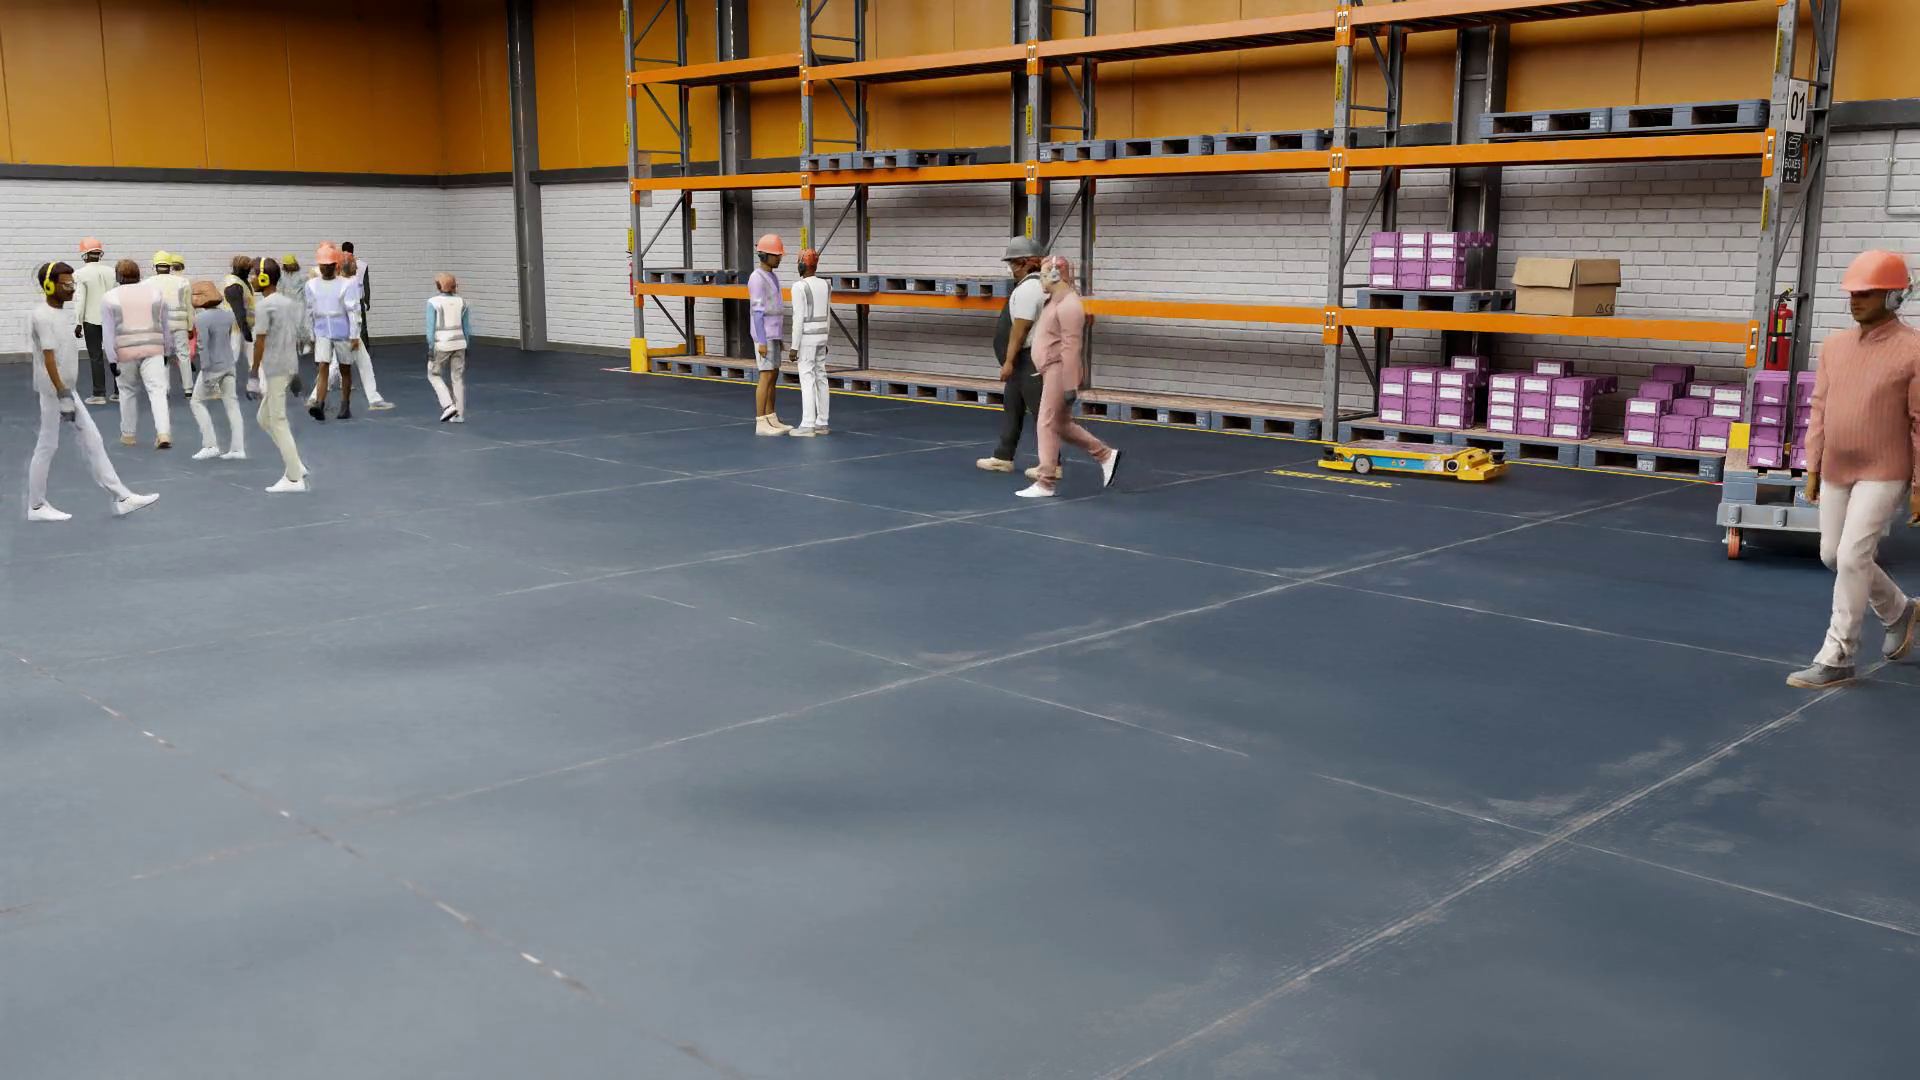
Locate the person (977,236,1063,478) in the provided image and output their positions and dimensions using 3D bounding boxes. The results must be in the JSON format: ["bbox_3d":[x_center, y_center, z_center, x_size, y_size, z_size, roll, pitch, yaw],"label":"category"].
[{"bbox_3d":[0.472,-1.535,13.914,0.880,2.000,0.698,1,10,7],"label":"person"}]

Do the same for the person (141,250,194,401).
[{"bbox_3d":[-9.692,-2.614,20.363,0.587,1.835,0.404,-7,12,-32],"label":"person"}]

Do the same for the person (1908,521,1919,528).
[{"bbox_3d":[6.796,-0.900,11.418,0.538,1.682,0.355,-5,11,-25],"label":"person"}]

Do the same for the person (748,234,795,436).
[{"bbox_3d":[-1.920,-2.065,16.846,0.397,2.032,0.605,2,11,10],"label":"person"}]

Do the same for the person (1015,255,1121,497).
[{"bbox_3d":[0.846,-1.262,12.883,0.771,1.878,0.637,-1,10,-3],"label":"person"}]

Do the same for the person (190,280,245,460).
[{"bbox_3d":[-6.745,-1.520,15.002,0.534,1.618,0.519,3,11,14],"label":"person"}]

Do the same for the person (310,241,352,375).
[{"bbox_3d":[-9.090,-3.346,24.067,0.542,1.939,0.362,-6,12,-31],"label":"person"}]

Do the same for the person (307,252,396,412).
[{"bbox_3d":[-7.094,-2.390,19.134,0.961,1.844,0.587,-4,11,-20],"label":"person"}]

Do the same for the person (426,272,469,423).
[{"bbox_3d":[-5.512,-2.059,17.901,0.381,1.623,0.537,9,14,41],"label":"person"}]

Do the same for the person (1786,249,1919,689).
[{"bbox_3d":[4.145,-0.324,7.528,0.852,1.970,0.628,-4,11,-21],"label":"person"}]

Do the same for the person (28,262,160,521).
[{"bbox_3d":[-6.234,-1.030,11.753,0.924,1.817,0.566,-1,10,-6],"label":"person"}]

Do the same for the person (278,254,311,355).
[{"bbox_3d":[-11.195,-3.951,27.990,0.491,1.717,0.444,2,11,11],"label":"person"}]

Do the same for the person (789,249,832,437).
[{"bbox_3d":[-1.518,-1.986,16.806,0.355,1.883,0.575,6,12,31],"label":"person"}]

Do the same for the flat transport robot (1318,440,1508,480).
[{"bbox_3d":[3.850,-0.694,14.157,1.431,0.197,0.652,7,13,34],"label":"flat transport robot"}]

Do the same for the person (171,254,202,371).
[{"bbox_3d":[-11.349,-3.290,24.248,0.549,1.752,0.407,-3,11,-18],"label":"person"}]

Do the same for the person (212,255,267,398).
[{"bbox_3d":[-8.951,-2.638,20.674,0.811,1.782,0.658,-1,10,-5],"label":"person"}]

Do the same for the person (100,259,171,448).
[{"bbox_3d":[-7.842,-1.772,15.890,0.615,1.805,0.963,-7,13,-35],"label":"person"}]

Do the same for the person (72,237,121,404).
[{"bbox_3d":[-10.371,-2.633,20.024,0.378,1.996,0.611,6,12,29],"label":"person"}]

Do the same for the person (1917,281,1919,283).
[{"bbox_3d":[6.805,-1.028,11.602,1.013,1.871,0.607,8,13,36],"label":"person"}]

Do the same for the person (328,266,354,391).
[{"bbox_3d":[-8.171,-2.766,21.731,0.515,1.636,0.314,-9,14,-41],"label":"person"}]

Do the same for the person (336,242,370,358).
[{"bbox_3d":[-10.039,-3.953,27.453,0.588,1.913,0.398,-5,11,-24],"label":"person"}]

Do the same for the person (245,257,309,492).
[{"bbox_3d":[-5.397,-1.286,13.093,0.444,1.854,0.528,-1,10,-3],"label":"person"}]

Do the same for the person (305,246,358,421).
[{"bbox_3d":[-6.832,-2.223,18.051,0.556,1.892,0.985,-1,10,-7],"label":"person"}]
